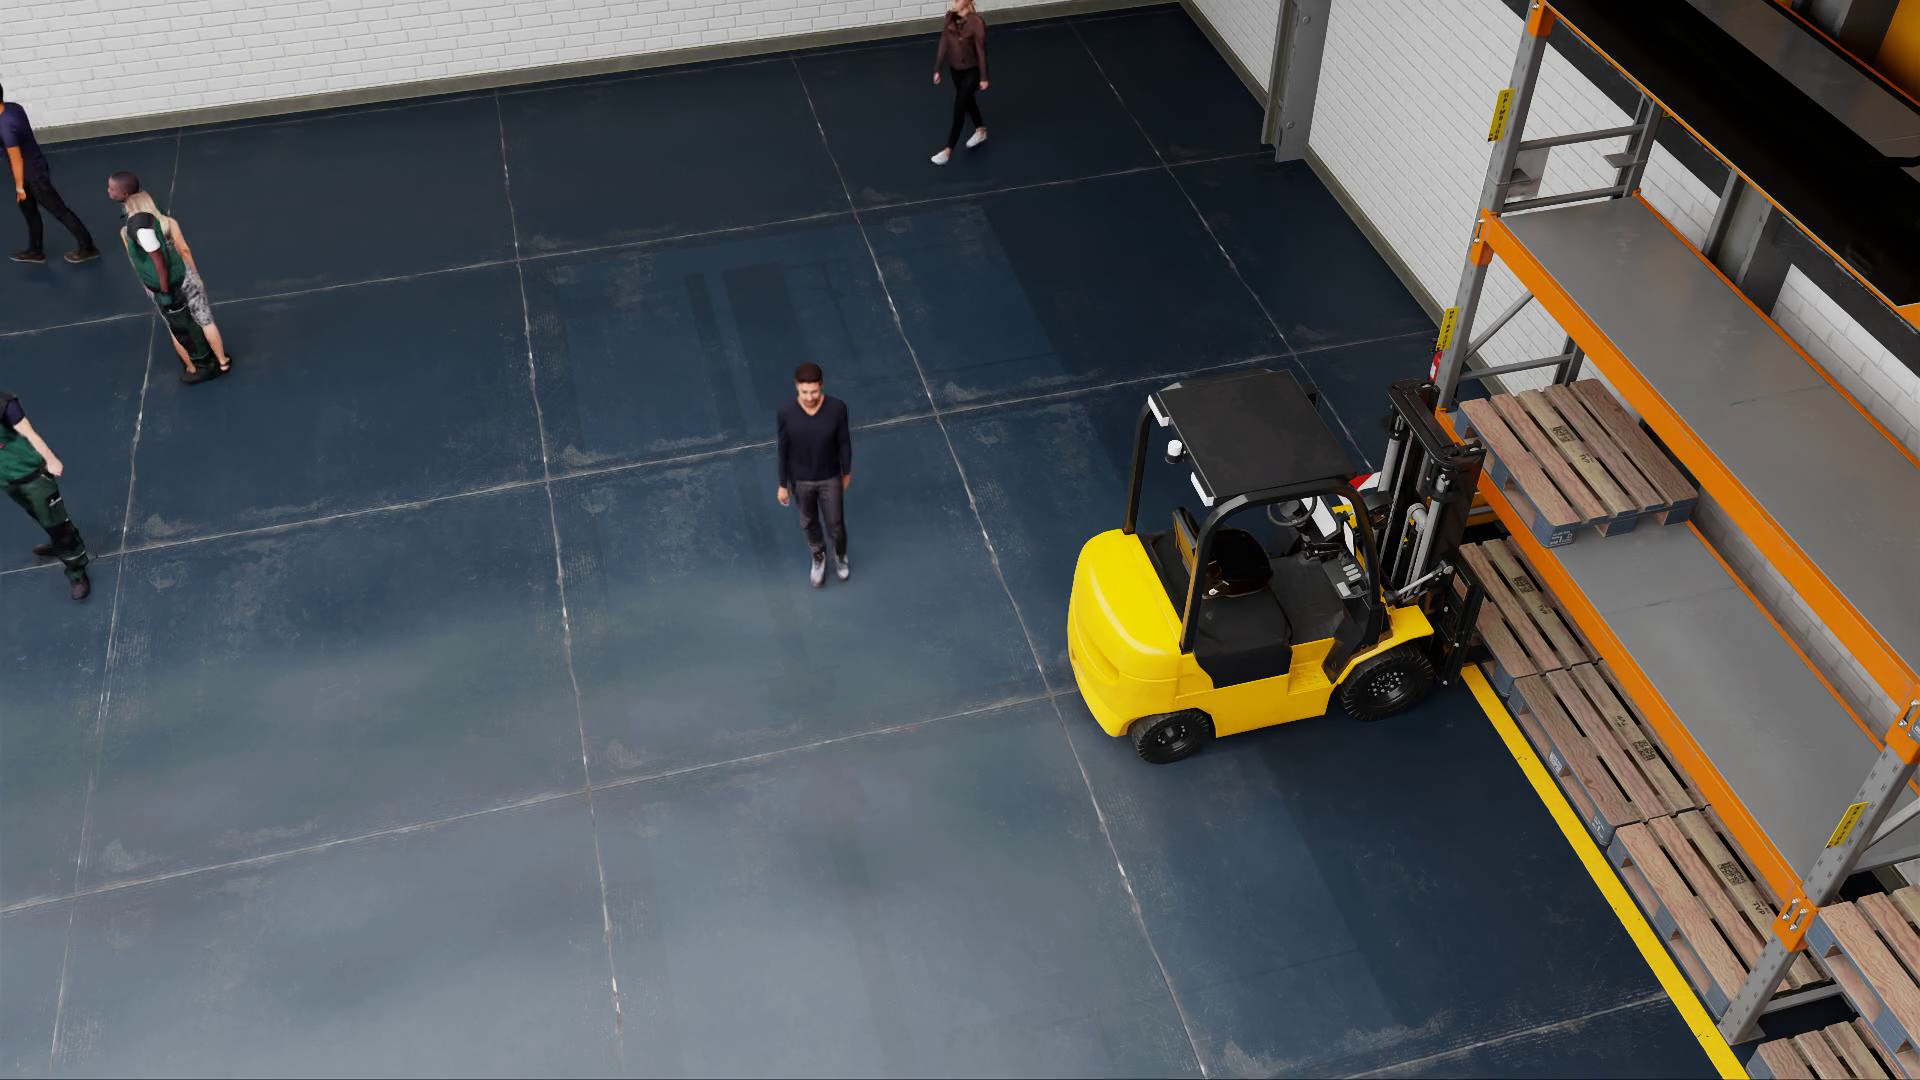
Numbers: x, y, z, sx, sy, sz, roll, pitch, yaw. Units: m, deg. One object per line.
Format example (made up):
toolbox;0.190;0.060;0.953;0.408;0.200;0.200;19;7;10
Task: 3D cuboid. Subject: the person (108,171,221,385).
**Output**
person;-6.078;-2.014;12.723;0.762;1.837;0.546;-14;45;-15

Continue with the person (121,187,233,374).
person;-6.044;-1.946;12.751;0.582;1.700;0.543;-15;46;-15

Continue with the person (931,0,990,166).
person;0.098;-4.307;15.260;1.109;1.659;1.064;32;52;29

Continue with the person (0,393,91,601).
person;-6.287;-0.512;11.116;0.998;1.880;1.045;11;45;11

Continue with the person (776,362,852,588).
person;-0.966;-0.484;11.105;0.724;1.854;0.727;1;44;1

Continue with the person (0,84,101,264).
person;-7.653;-3.074;13.887;0.831;1.767;0.909;-17;46;-17
